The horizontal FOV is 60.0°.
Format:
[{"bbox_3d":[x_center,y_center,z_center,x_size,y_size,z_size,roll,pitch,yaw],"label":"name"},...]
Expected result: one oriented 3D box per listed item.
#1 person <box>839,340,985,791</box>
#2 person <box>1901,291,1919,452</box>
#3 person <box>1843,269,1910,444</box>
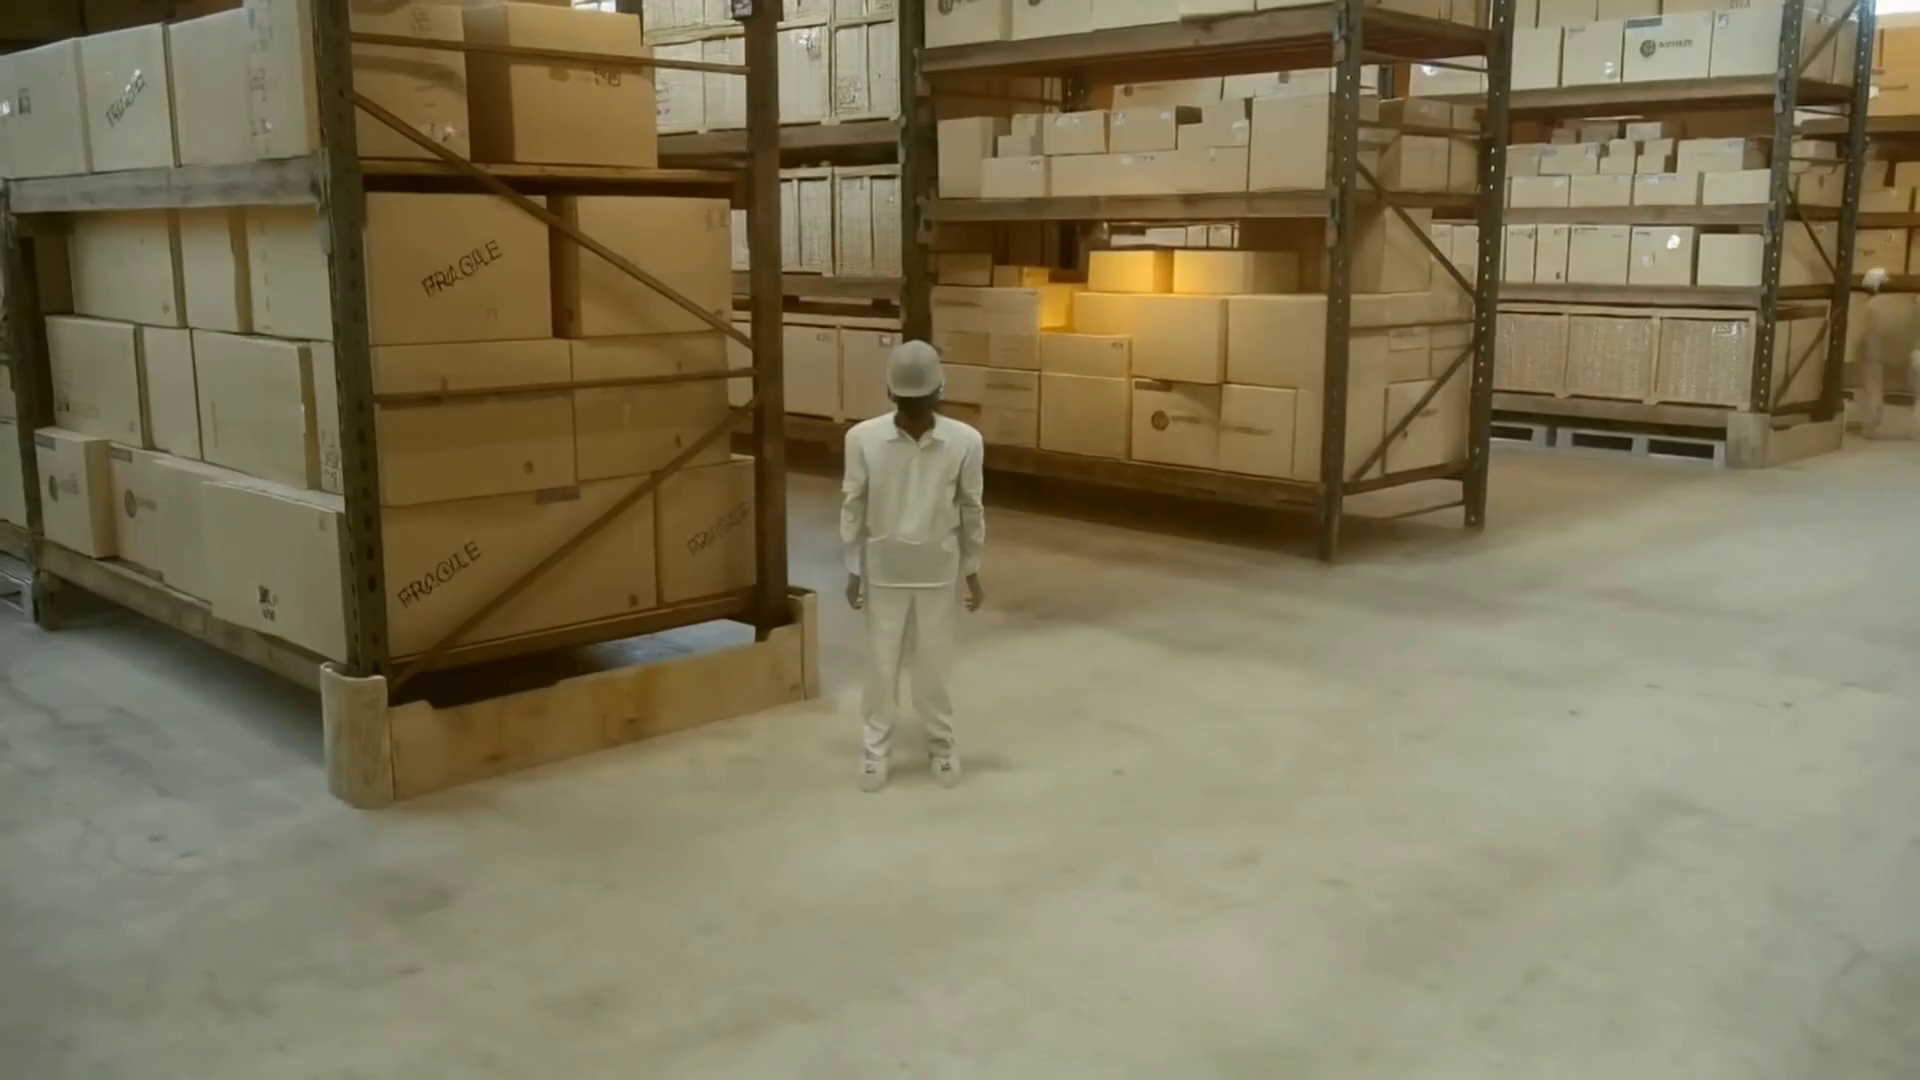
[{"bbox_3d":[-0.181,0.103,6.391,0.560,1.742,0.341,-1,10,-4],"label":"person"},{"bbox_3d":[9.389,-1.743,15.923,0.460,1.932,0.628,-7,13,-34],"label":"person"},{"bbox_3d":[9.459,-1.918,17.321,0.581,1.781,0.866,-2,11,-12],"label":"person"}]
